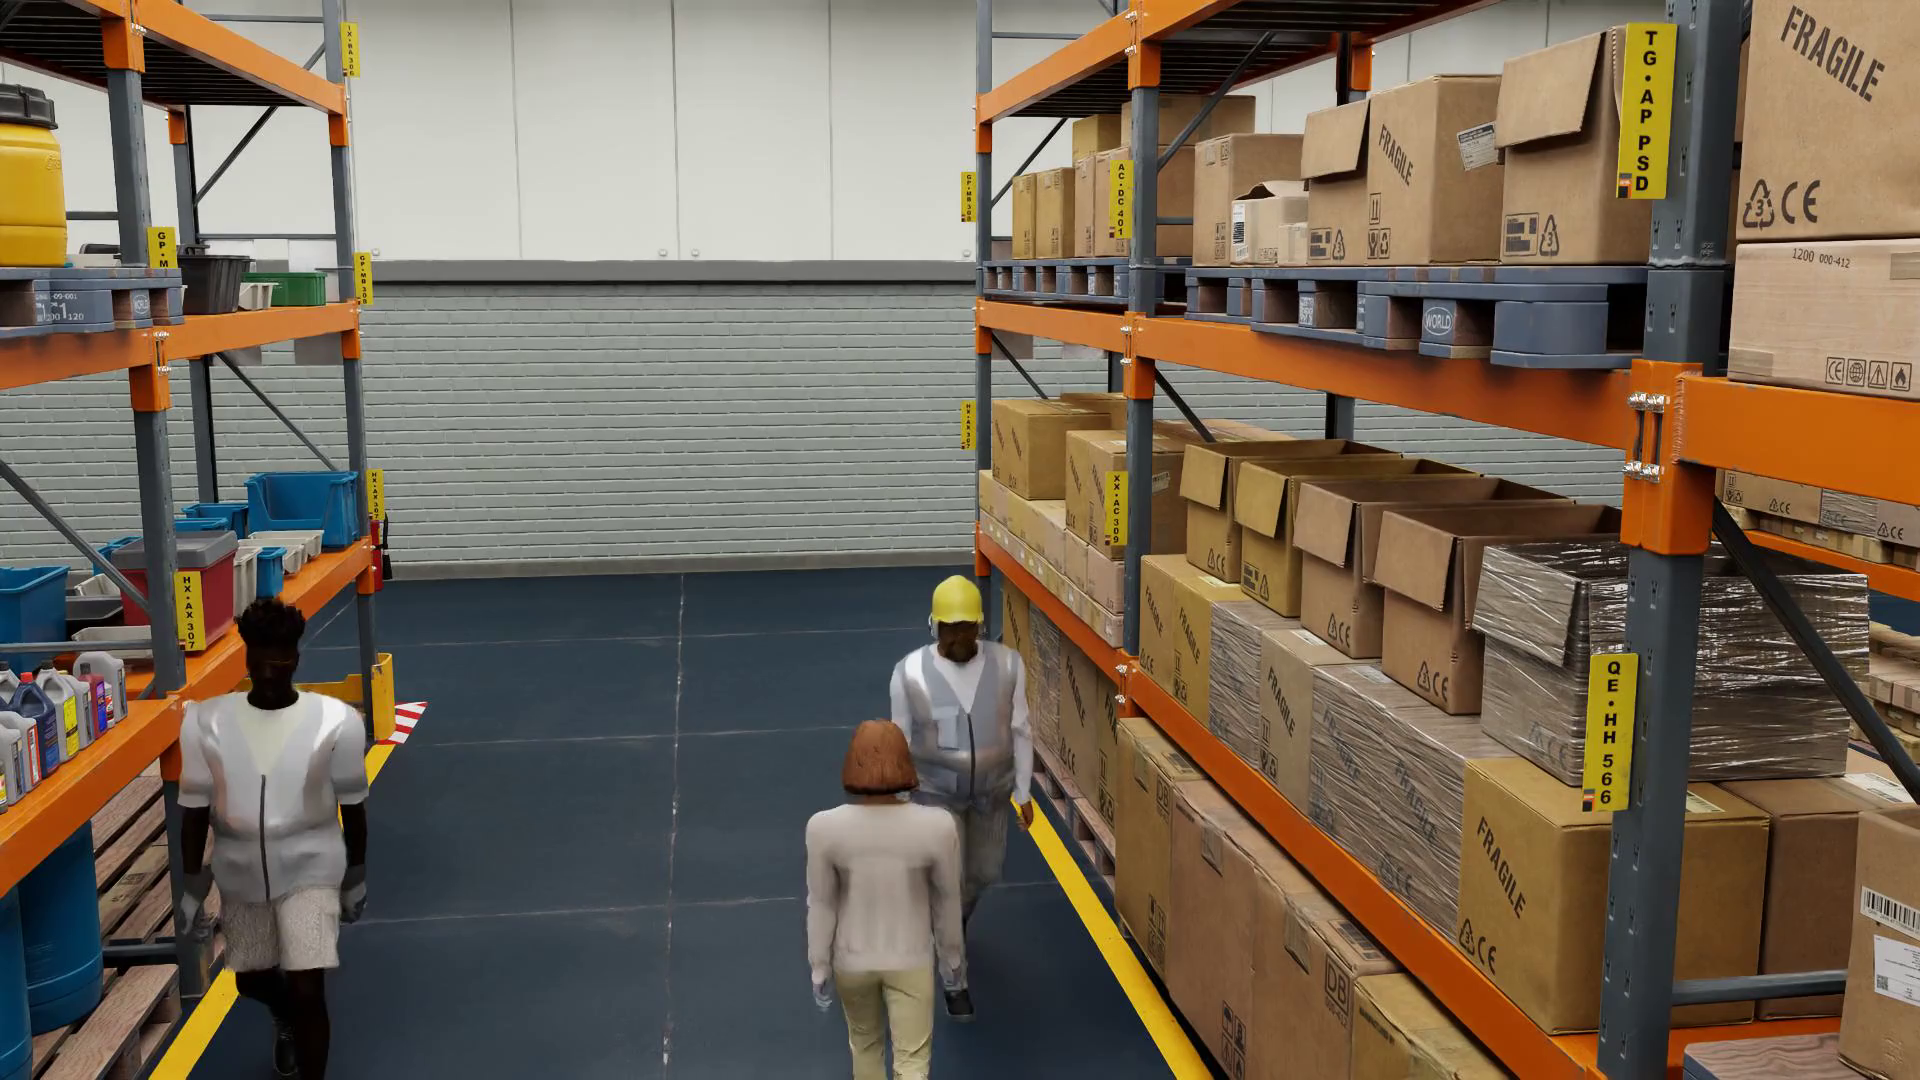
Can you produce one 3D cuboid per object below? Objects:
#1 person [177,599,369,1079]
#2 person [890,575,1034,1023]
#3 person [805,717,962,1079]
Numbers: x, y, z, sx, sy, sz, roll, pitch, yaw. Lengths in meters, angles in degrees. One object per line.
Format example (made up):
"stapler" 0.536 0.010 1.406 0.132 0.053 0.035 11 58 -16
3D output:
"person" -2.380 1.133 5.843 0.614 1.938 0.868 -1 9 -9
"person" -0.005 1.013 6.977 0.591 1.809 0.794 -2 9 -13
"person" -0.251 1.373 5.359 0.501 1.603 0.760 1 9 5
